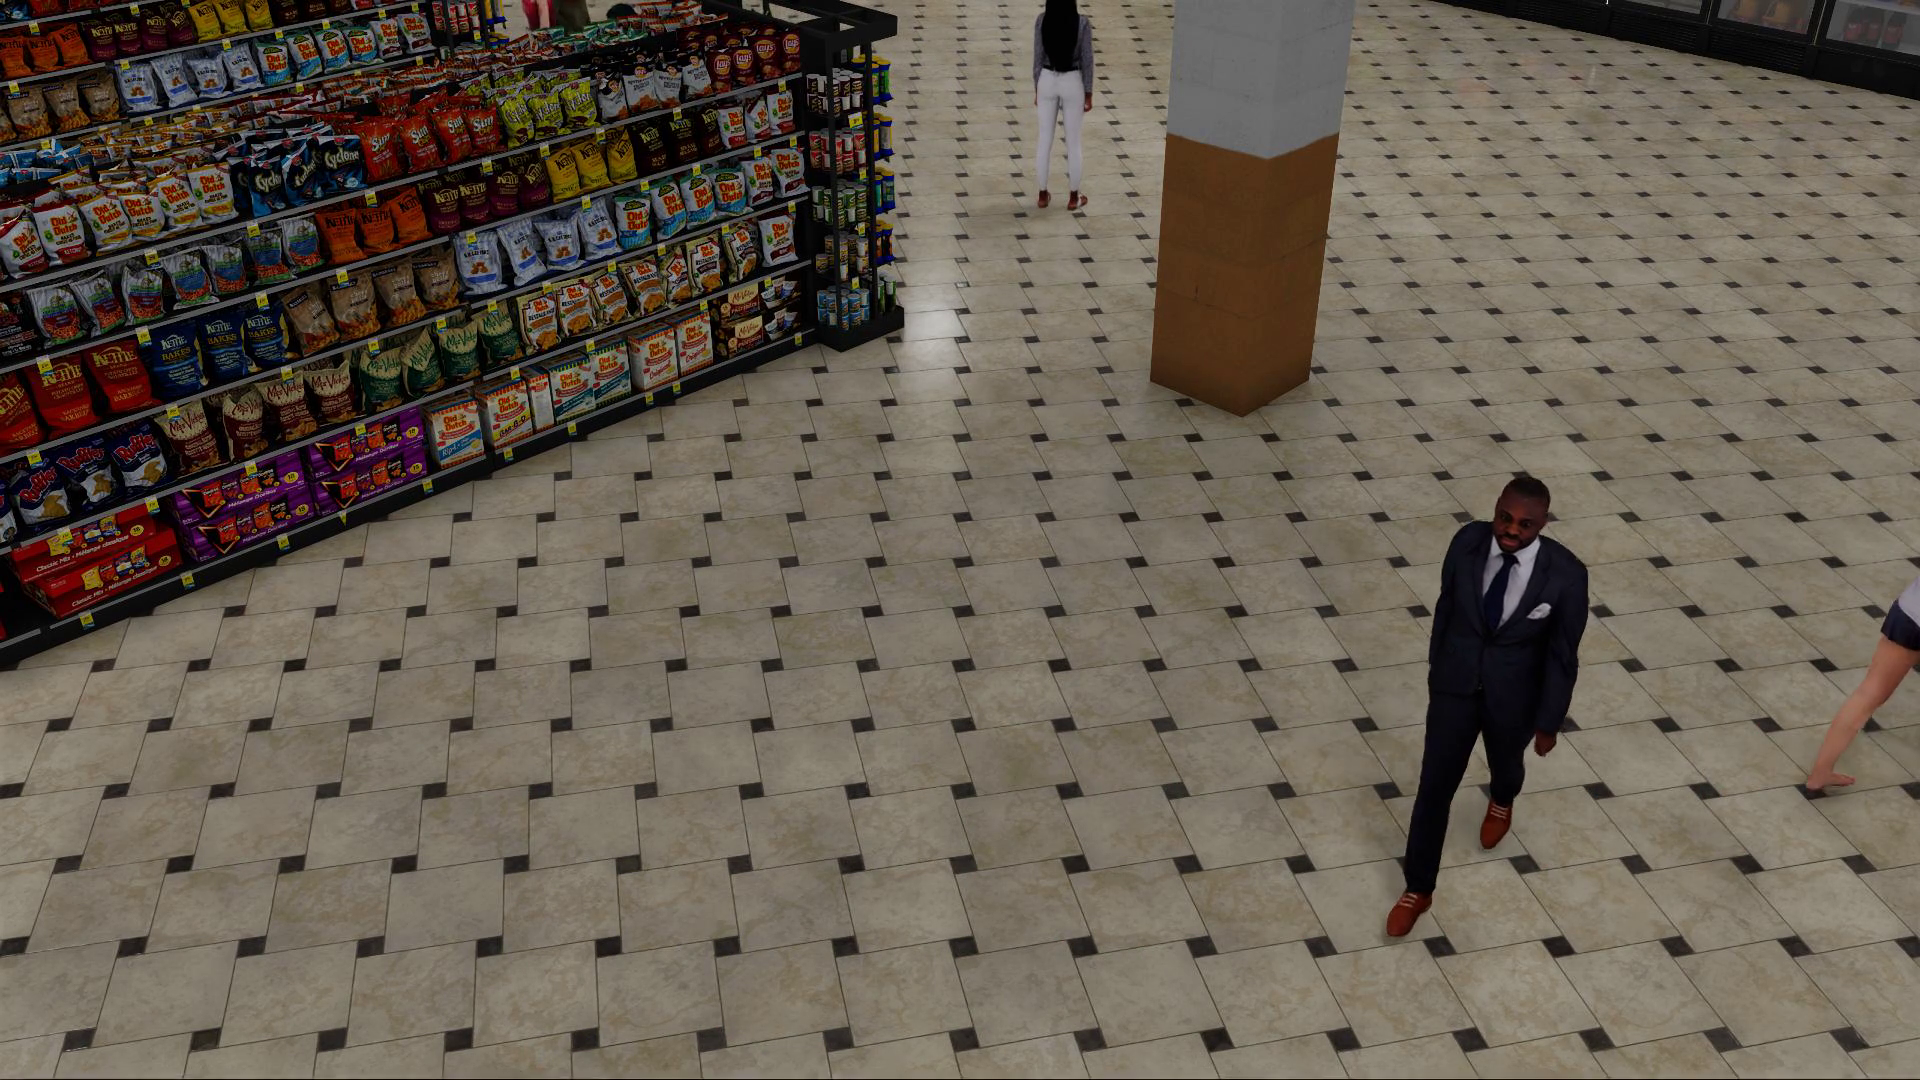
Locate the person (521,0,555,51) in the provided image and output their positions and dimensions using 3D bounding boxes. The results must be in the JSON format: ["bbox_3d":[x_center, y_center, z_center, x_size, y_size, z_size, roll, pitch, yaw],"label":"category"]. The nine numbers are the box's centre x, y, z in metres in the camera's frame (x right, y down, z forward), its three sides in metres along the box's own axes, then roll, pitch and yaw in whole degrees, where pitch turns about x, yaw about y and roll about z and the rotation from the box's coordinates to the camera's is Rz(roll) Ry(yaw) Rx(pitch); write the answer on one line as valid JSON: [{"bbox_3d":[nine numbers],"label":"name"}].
[{"bbox_3d":[-3.244,-3.841,13.159,0.753,1.726,0.807,-4,32,-6],"label":"person"}]

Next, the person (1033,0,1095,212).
[{"bbox_3d":[0.748,-3.313,12.313,0.669,1.724,0.667,8,33,13],"label":"person"}]

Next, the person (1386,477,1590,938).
[{"bbox_3d":[1.957,0.526,6.072,0.852,1.799,1.252,19,36,27],"label":"person"}]

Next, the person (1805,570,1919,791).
[{"bbox_3d":[3.755,0.349,6.492,1.210,1.656,0.945,-10,33,-15],"label":"person"}]
